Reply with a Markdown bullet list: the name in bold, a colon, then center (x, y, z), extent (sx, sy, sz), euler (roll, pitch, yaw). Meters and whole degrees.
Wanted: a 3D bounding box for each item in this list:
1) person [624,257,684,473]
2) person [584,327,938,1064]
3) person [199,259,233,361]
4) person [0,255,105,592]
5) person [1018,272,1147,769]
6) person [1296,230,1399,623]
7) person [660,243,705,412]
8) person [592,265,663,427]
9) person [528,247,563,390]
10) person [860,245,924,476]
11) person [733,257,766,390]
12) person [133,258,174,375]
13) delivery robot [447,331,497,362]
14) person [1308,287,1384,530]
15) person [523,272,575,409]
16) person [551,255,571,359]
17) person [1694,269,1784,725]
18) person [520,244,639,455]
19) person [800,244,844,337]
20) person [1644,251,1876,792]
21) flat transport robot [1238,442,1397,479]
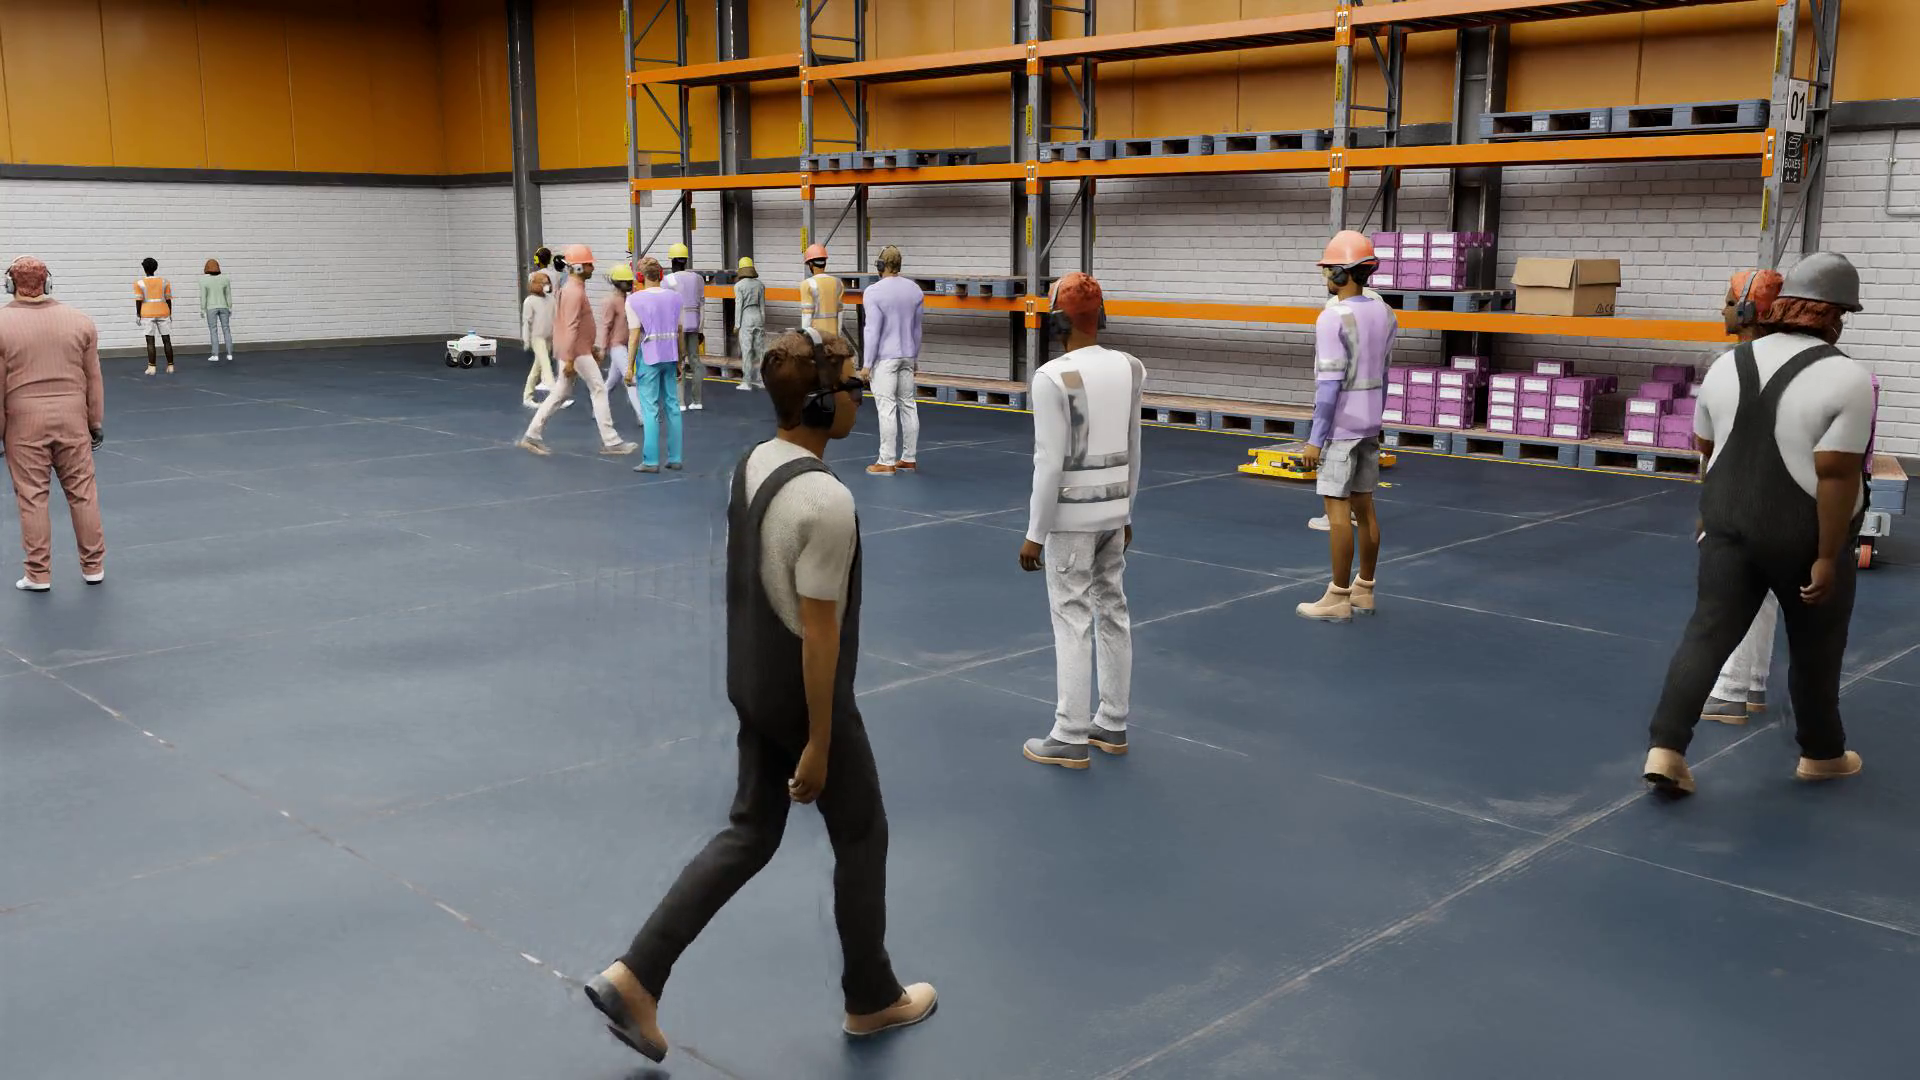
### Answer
- **person**: center (-2.590, -1.482, 14.181), extent (0.564, 1.837, 0.388), euler (-10, 14, -43)
- **person**: center (-0.462, 0.398, 4.009), extent (0.846, 1.819, 0.522), euler (-8, 13, -37)
- **person**: center (-12.035, -3.716, 26.915), extent (0.499, 1.634, 0.278), euler (-10, 14, -43)
- **person**: center (-5.234, -0.659, 9.501), extent (0.638, 1.911, 0.406), euler (-10, 14, -43)
- **person**: center (0.463, -0.071, 6.352), extent (0.573, 1.886, 0.354), euler (-10, 14, -43)
- **person**: center (2.012, -0.586, 8.728), extent (0.605, 2.045, 0.379), euler (-10, 14, -43)
- **person**: center (-3.194, -2.432, 19.113), extent (0.585, 1.929, 0.371), euler (-10, 14, -43)
- **person**: center (-3.589, -2.053, 17.637), extent (0.937, 1.715, 0.527), euler (3, 11, 17)
- **person**: center (-5.435, -2.902, 21.833), extent (0.520, 1.874, 0.327), euler (-10, 14, -43)
- **person**: center (-0.580, -1.510, 14.057), extent (0.627, 1.941, 0.370), euler (-10, 14, -43)
- **person**: center (-2.782, -2.849, 21.917), extent (0.484, 1.735, 0.311), euler (-10, 14, -43)
- **person**: center (-11.748, -3.260, 24.256), extent (0.531, 1.698, 0.320), euler (-10, 14, -43)
- **delivery robot**: center (-7.481, -2.967, 25.523), extent (0.707, 0.478, 0.477), euler (-10, 15, -44)
- **person**: center (2.654, -1.055, 11.418), extent (0.610, 1.996, 0.378), euler (-10, 14, -43)
- **person**: center (-4.834, -2.321, 19.415), extent (0.864, 1.580, 0.515), euler (5, 12, 27)
- **person**: center (-6.515, -3.801, 27.204), extent (0.531, 1.698, 0.320), euler (-10, 14, -43)
- **person**: center (3.255, -0.175, 6.926), extent (0.573, 1.883, 0.354), euler (-10, 14, -43)
- **person**: center (-3.568, -1.736, 15.291), extent (1.041, 1.955, 0.609), euler (-4, 11, -20)
- **person**: center (-1.468, -2.114, 17.382), extent (0.543, 1.928, 0.374), euler (-10, 14, -43)
- **person**: center (2.904, -0.081, 5.983), extent (1.056, 2.000, 0.691), euler (-6, 12, -28)
- **flat transport robot**: center (3.070, -0.706, 14.224), extent (1.431, 0.197, 0.652), euler (-10, 14, -44)
